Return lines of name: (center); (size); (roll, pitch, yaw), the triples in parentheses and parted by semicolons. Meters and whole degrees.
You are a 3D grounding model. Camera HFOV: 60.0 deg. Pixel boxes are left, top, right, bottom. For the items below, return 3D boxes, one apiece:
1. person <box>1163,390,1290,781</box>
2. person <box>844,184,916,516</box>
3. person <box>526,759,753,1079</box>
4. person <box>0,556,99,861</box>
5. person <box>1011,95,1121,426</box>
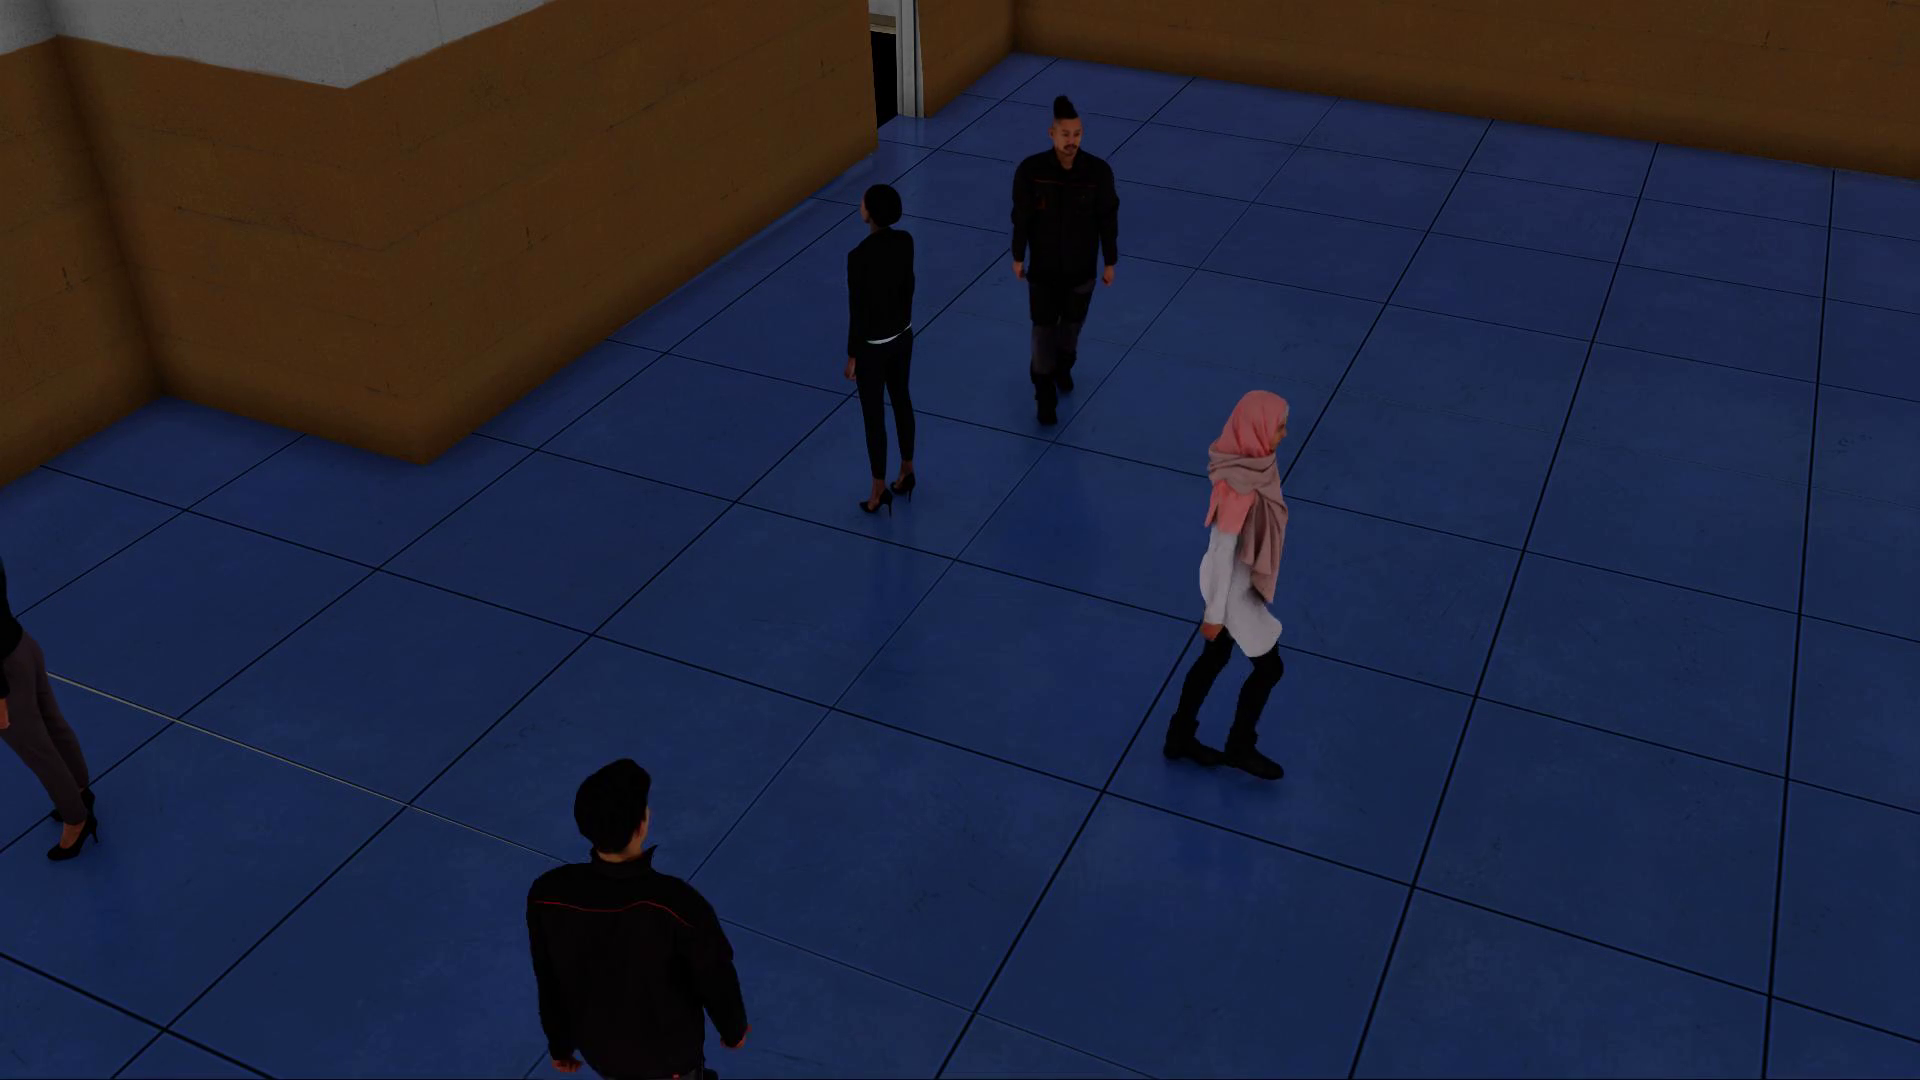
person: (1.026, 0.200, 6.887); (0.835, 1.779, 0.757); (8, 34, 11)
person: (-0.396, -0.970, 8.596); (0.623, 1.834, 0.653); (28, 43, 35)
person: (-0.949, 1.517, 4.806); (1.240, 1.892, 0.948); (8, 34, 12)
person: (-3.679, 0.542, 6.472); (0.722, 1.670, 0.674); (-9, 35, -14)
person: (0.588, -1.664, 9.612); (1.090, 1.841, 1.103); (-3, 34, -4)
